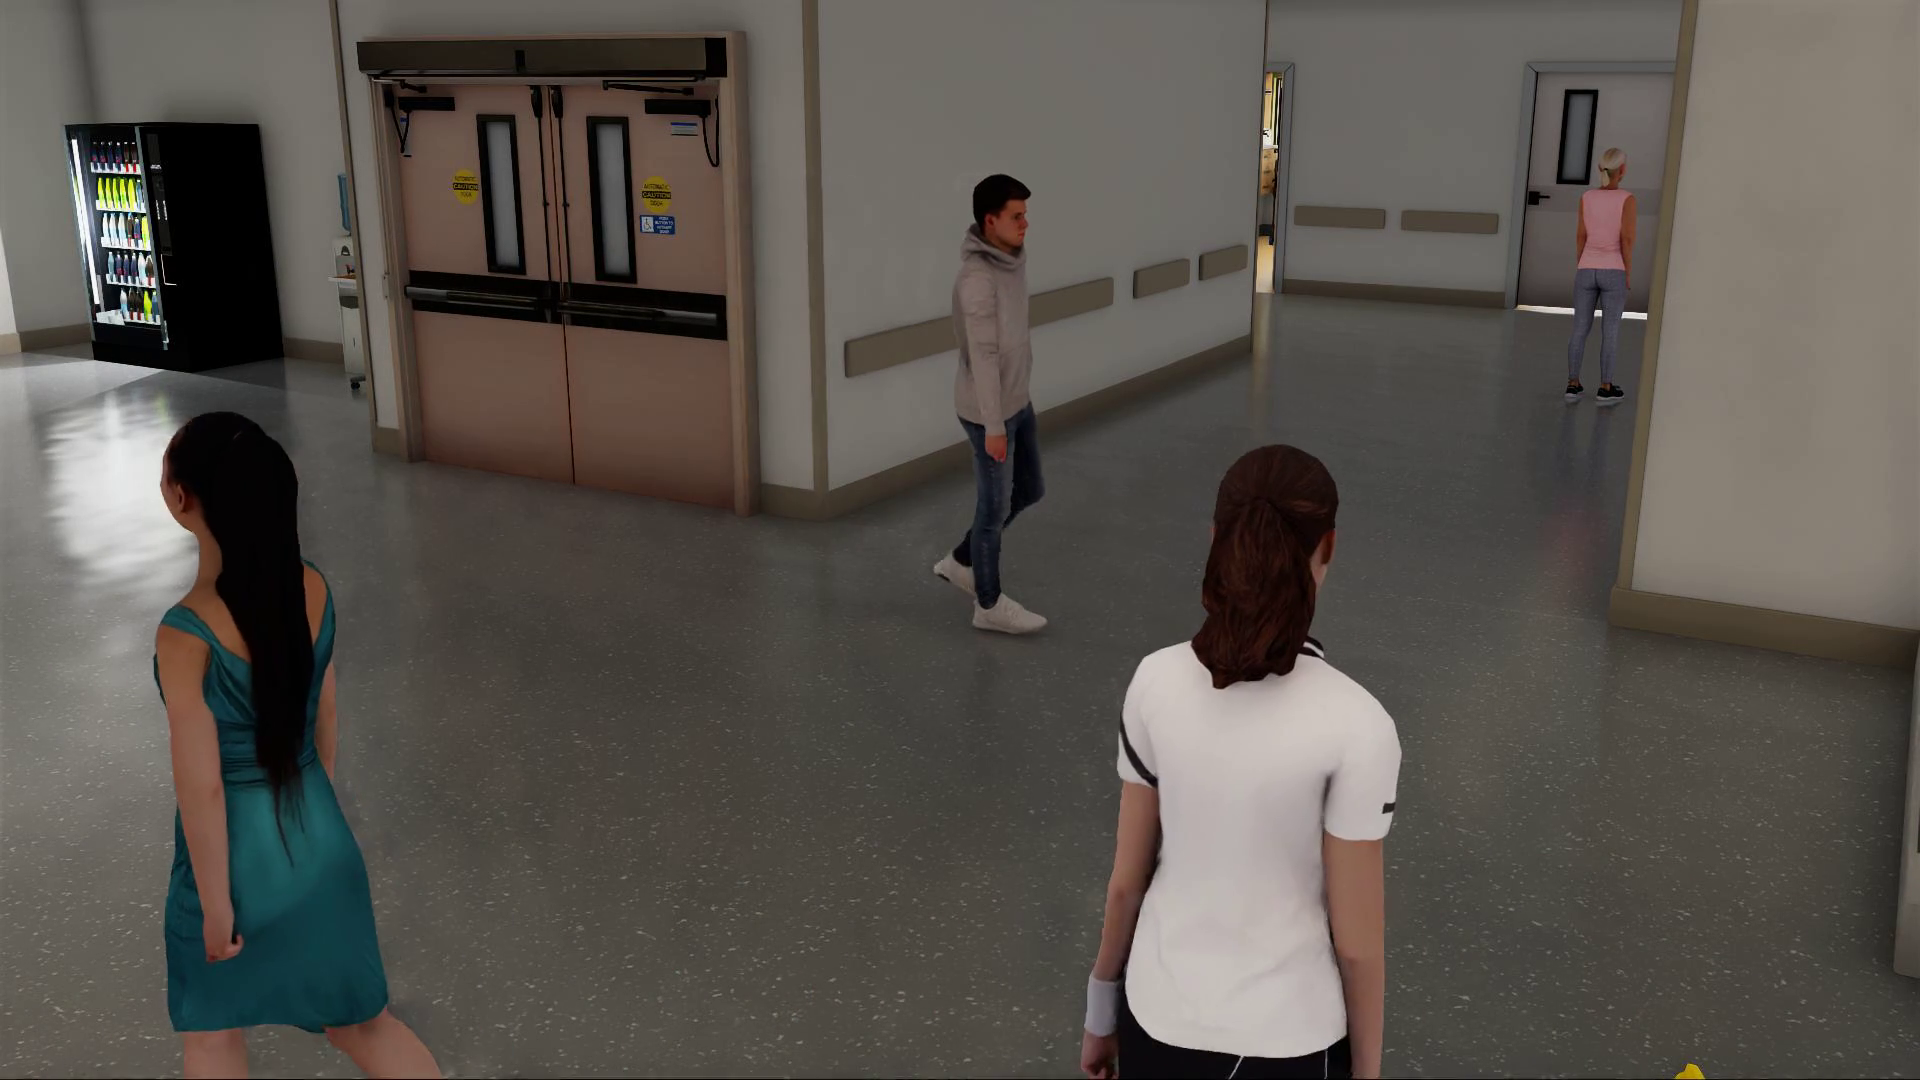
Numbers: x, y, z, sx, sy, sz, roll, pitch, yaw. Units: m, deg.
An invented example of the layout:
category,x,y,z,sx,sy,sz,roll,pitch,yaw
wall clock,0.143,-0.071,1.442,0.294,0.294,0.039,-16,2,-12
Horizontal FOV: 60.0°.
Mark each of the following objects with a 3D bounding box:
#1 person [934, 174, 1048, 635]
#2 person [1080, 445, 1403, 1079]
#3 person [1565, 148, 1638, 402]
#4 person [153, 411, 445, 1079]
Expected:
category,x,y,z,sx,sy,sz,roll,pitch,yaw
person,0.070,-0.536,6.700,0.814,1.845,0.764,5,17,18
person,0.345,0.753,2.335,0.617,1.733,0.663,9,18,30
person,4.458,-1.844,11.558,0.514,1.726,0.646,13,20,39
person,-1.161,0.614,2.971,1.025,1.654,0.584,8,18,26
